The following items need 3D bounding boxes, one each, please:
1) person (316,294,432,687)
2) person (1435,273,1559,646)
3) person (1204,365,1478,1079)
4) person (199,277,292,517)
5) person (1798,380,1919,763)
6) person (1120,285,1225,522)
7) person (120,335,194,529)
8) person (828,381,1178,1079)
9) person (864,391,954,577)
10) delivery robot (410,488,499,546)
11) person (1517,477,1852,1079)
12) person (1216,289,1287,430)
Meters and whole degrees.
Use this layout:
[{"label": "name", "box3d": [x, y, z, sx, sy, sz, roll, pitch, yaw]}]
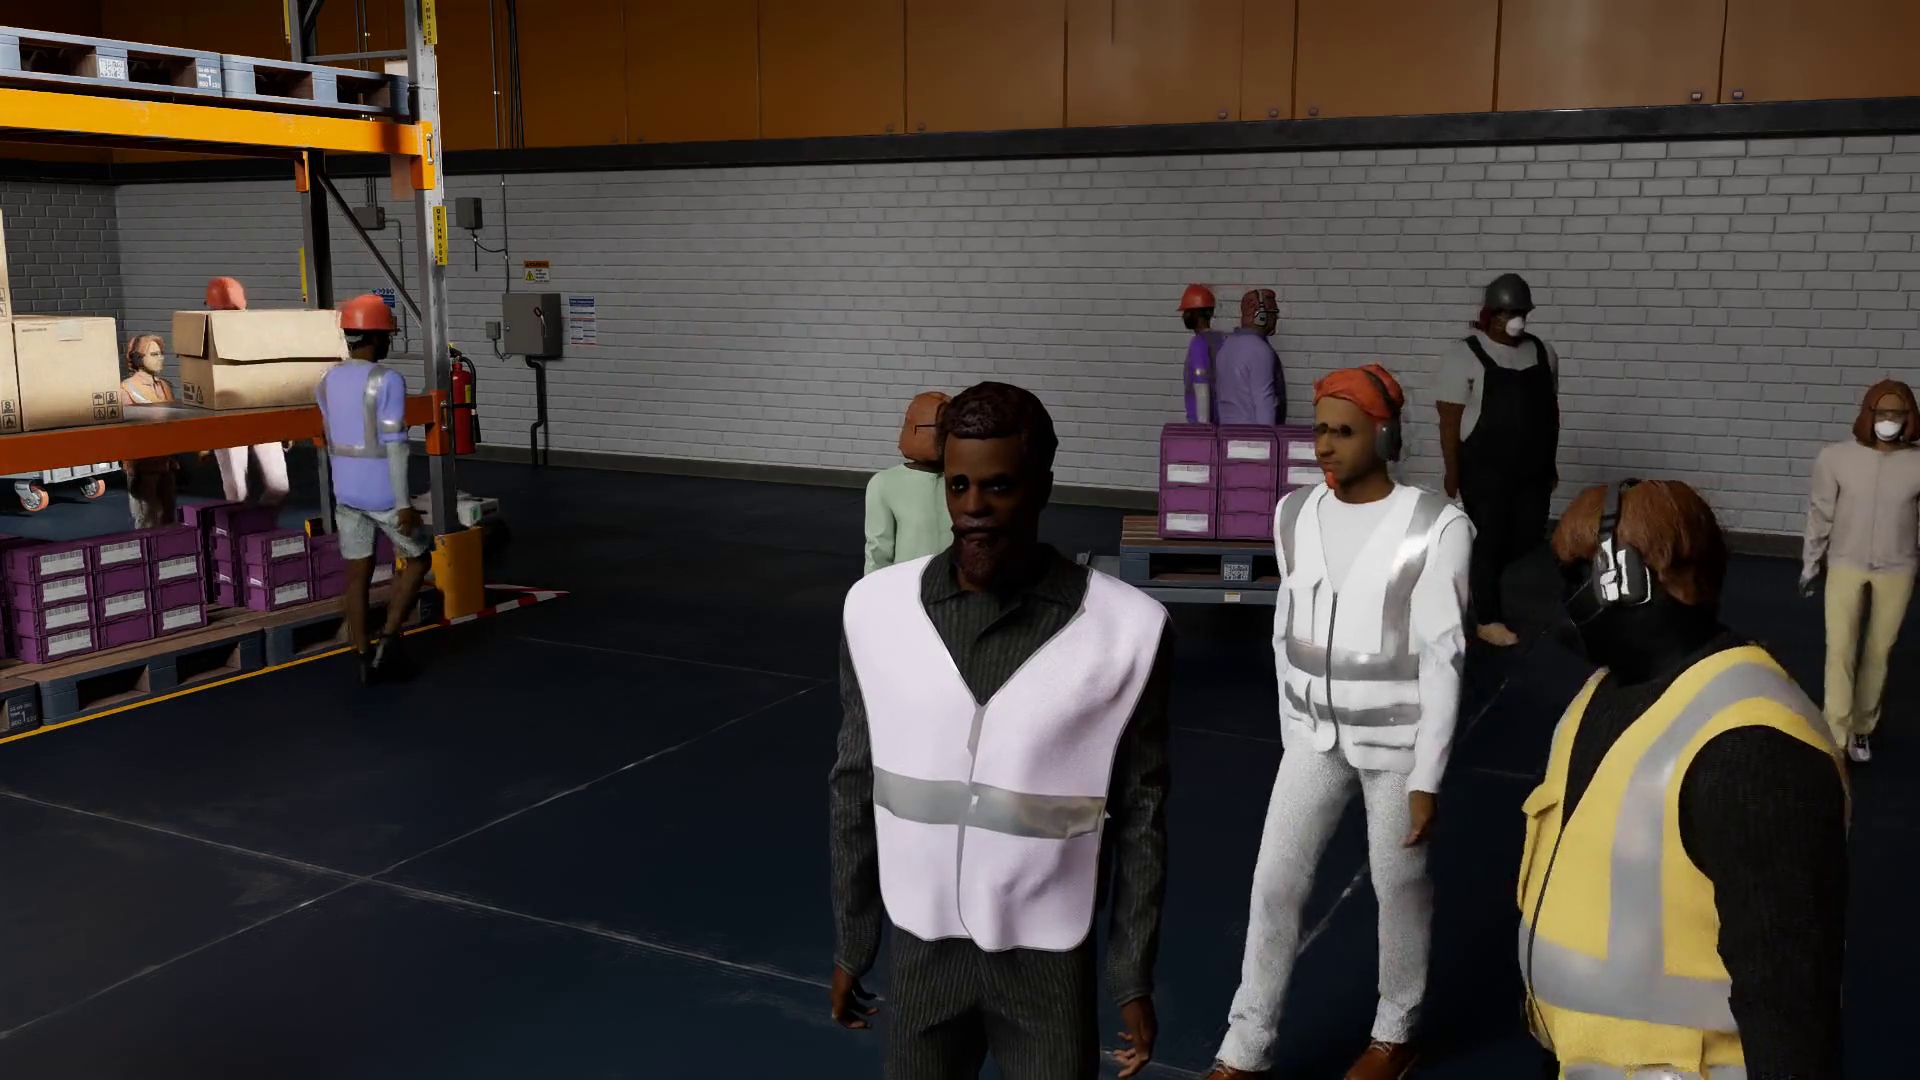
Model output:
[{"label": "person", "box3d": [-2.856, -0.237, 8.183, 0.579, 1.921, 0.452, 5, 11, 26]}, {"label": "person", "box3d": [2.964, -0.471, 9.199, 0.696, 2.000, 0.711, -3, 10, -15]}, {"label": "person", "box3d": [0.903, 0.521, 4.000, 0.872, 1.847, 0.597, -10, 14, -44]}, {"label": "person", "box3d": [-4.659, -0.705, 10.756, 0.677, 1.975, 0.728, -8, 13, -40]}, {"label": "person", "box3d": [3.708, 0.166, 6.743, 0.528, 1.600, 0.739, 4, 11, 24]}, {"label": "person", "box3d": [1.693, -0.903, 12.144, 0.992, 1.883, 0.578, 5, 11, 26]}, {"label": "person", "box3d": [-4.886, -0.415, 10.078, 0.308, 1.640, 0.553, 1, 10, 6]}, {"label": "person", "box3d": [0.062, 0.686, 2.853, 0.588, 1.920, 0.390, 2, 10, 13]}, {"label": "person", "box3d": [-0.100, 0.277, 6.041, 0.507, 1.636, 0.275, -4, 10, -20]}, {"label": "delivery robot", "box3d": [-3.583, -0.185, 11.569, 0.707, 0.478, 0.477, 3, 10, 15]}, {"label": "person", "box3d": [1.099, 0.819, 2.462, 0.539, 1.801, 0.695, 0, 10, -1]}, {"label": "person", "box3d": [1.818, -0.592, 10.295, 0.399, 1.908, 0.643, -2, 10, -13]}]
